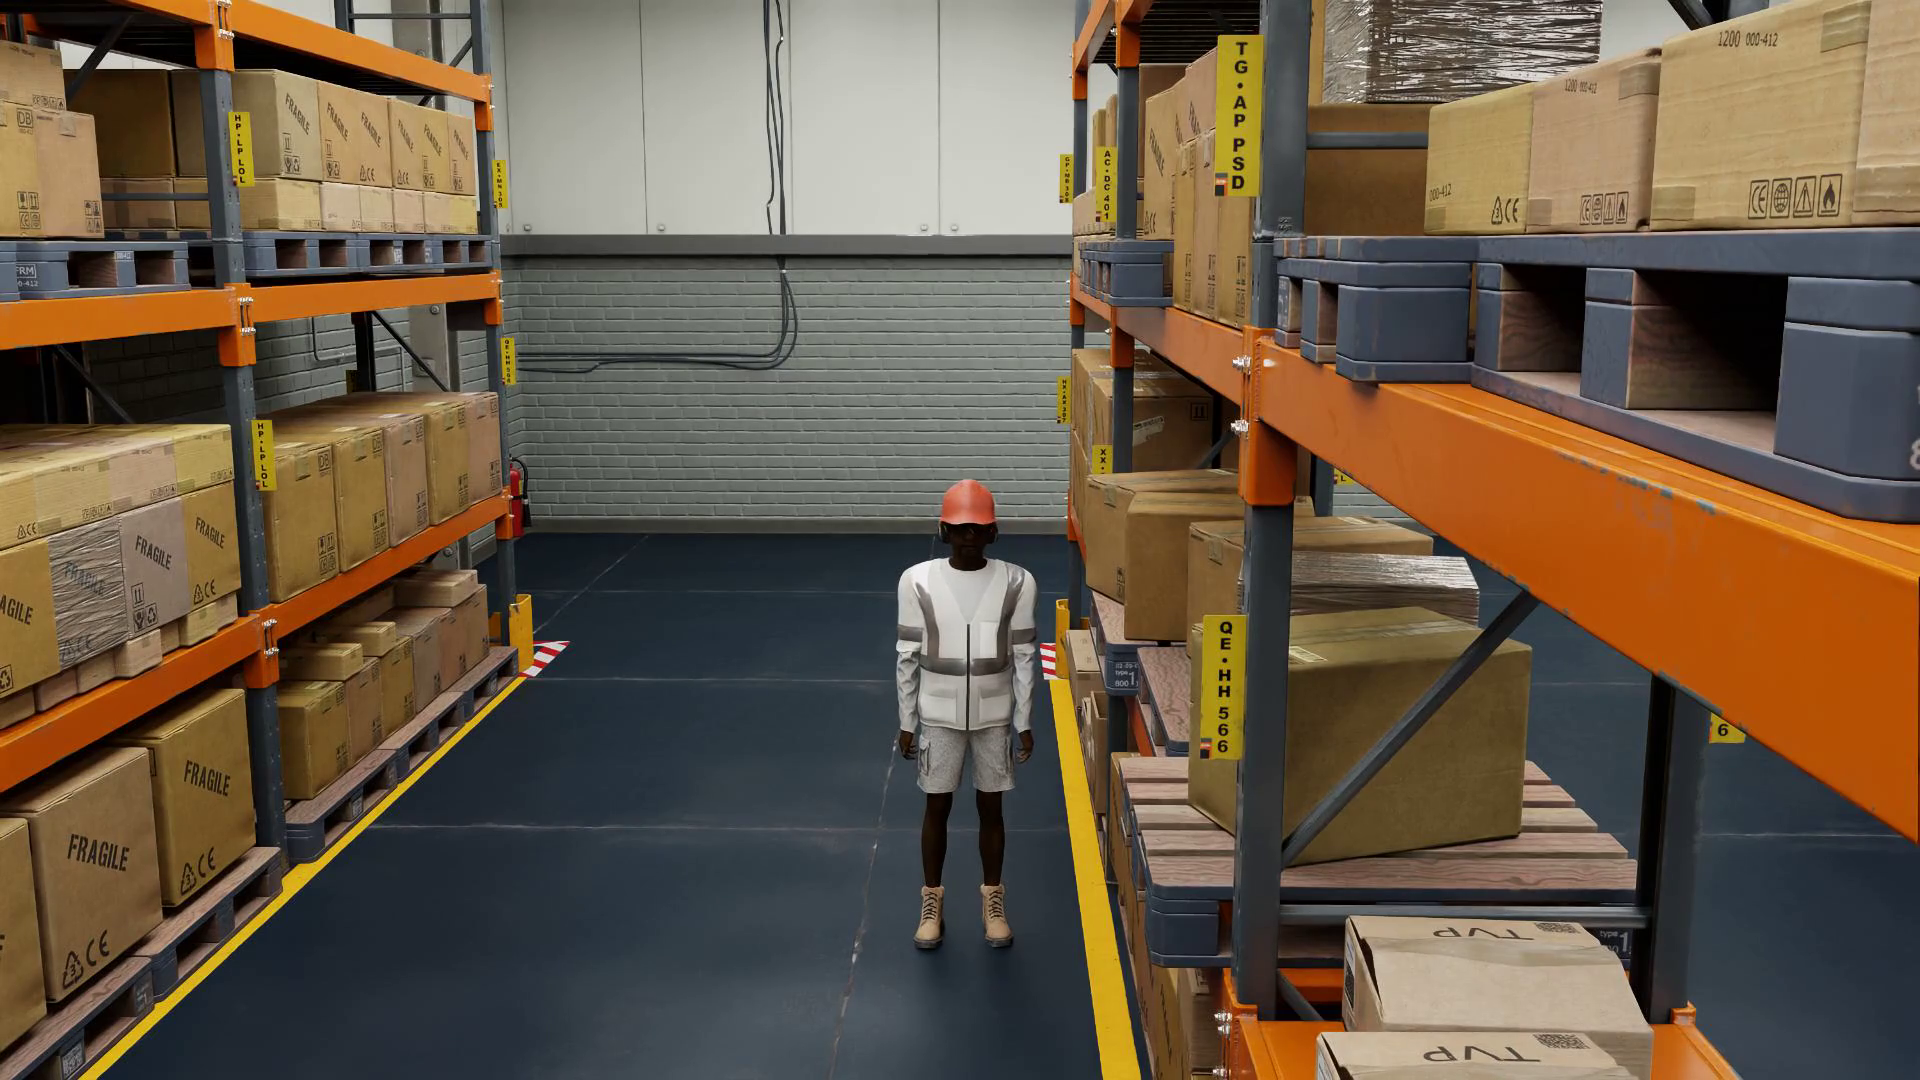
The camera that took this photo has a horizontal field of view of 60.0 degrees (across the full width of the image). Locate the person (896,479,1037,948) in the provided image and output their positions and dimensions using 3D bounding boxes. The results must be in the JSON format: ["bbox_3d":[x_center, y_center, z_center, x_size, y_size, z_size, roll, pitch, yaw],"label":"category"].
[{"bbox_3d":[0.030,0.752,7.170,0.607,2.048,0.370,-1,10,-3],"label":"person"}]
